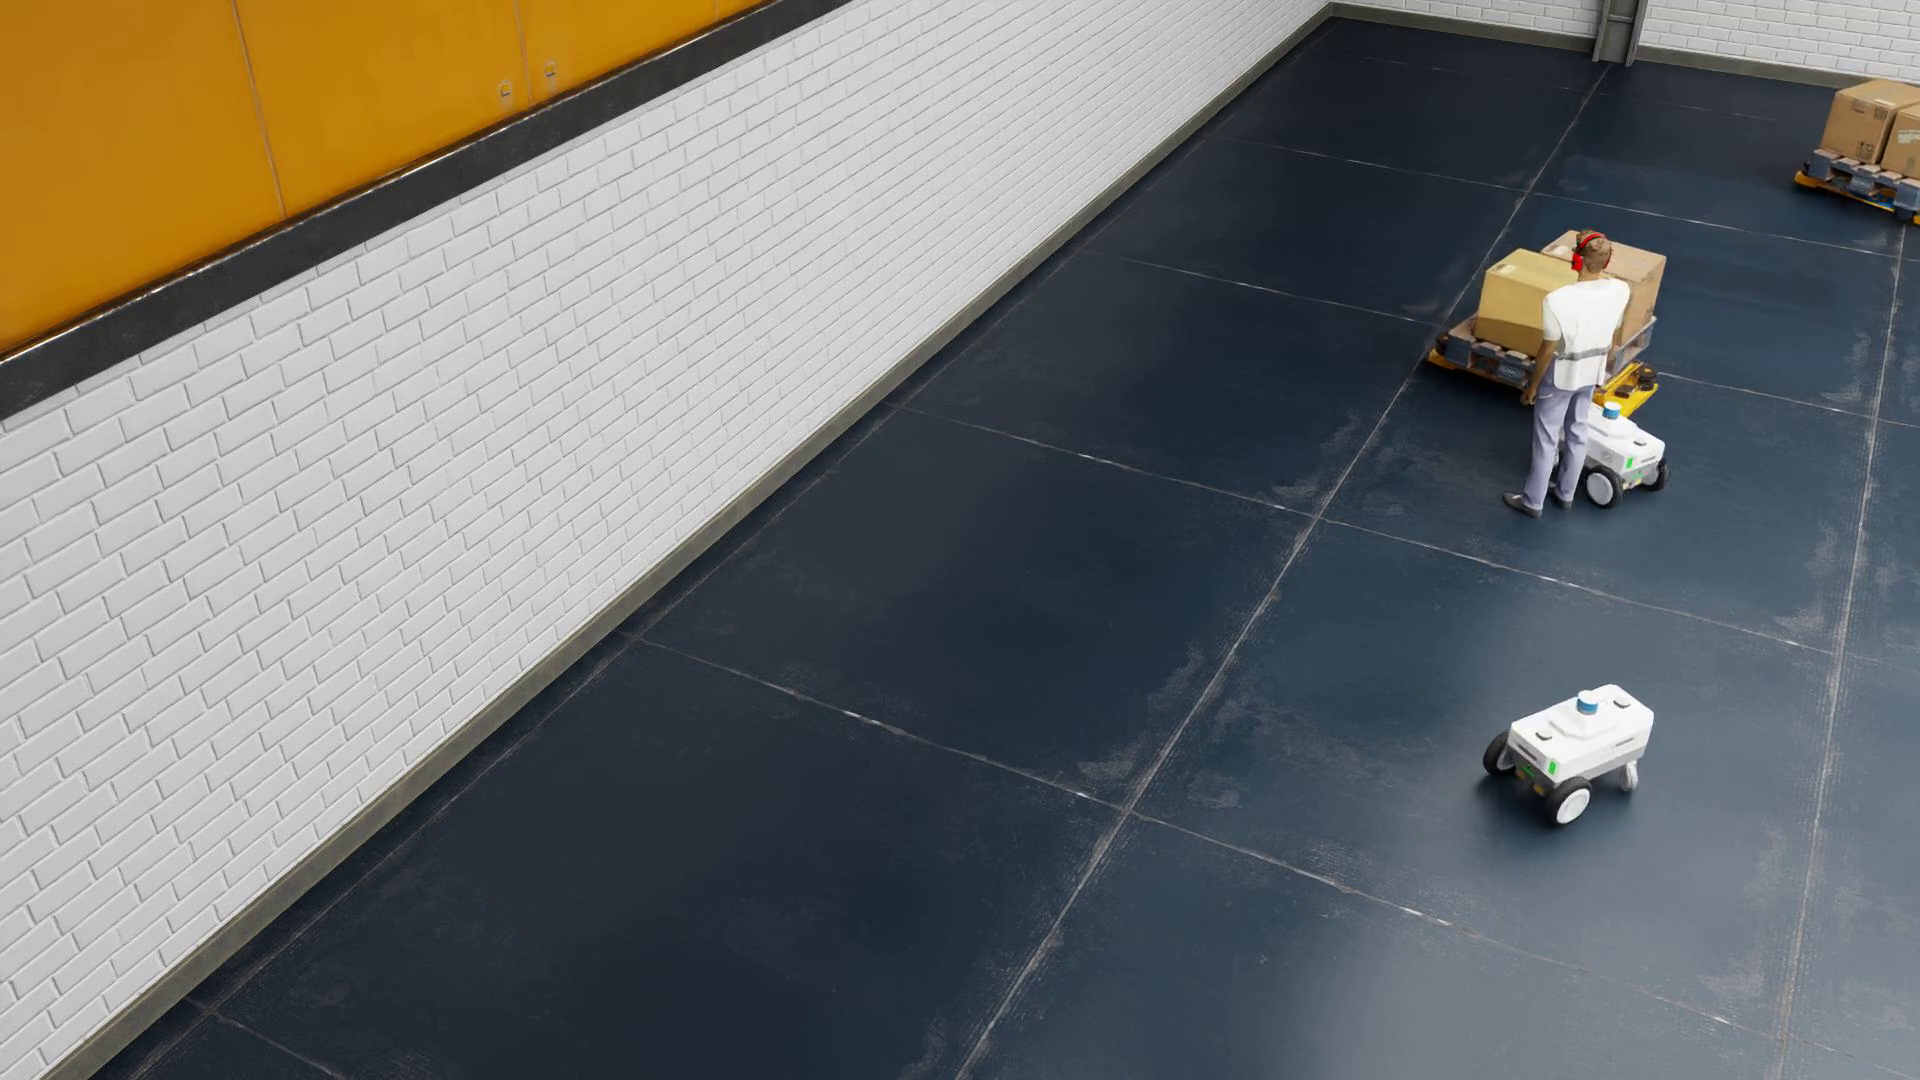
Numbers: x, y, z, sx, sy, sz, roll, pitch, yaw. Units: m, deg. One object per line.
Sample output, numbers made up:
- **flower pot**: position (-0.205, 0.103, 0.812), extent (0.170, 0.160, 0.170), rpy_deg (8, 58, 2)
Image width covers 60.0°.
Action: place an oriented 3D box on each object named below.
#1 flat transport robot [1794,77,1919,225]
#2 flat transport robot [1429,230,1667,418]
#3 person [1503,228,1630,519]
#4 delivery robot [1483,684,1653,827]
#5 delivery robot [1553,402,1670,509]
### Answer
- **flat transport robot**: position (8.146, -3.062, 14.533), extent (0.659, 0.231, 1.431), rpy_deg (-21, 39, -28)
- **flat transport robot**: position (4.141, -1.234, 11.814), extent (1.431, 0.231, 0.659), rpy_deg (26, 42, 33)
- **person**: position (3.657, -0.963, 9.997), extent (0.562, 1.845, 0.389), rpy_deg (-11, 36, -16)
- **delivery robot**: position (3.031, 1.010, 8.210), extent (0.757, 0.585, 0.503), rpy_deg (-17, 37, -23)
- **delivery robot**: position (4.104, -0.600, 10.599), extent (0.499, 0.577, 0.769), rpy_deg (-17, 38, -24)
